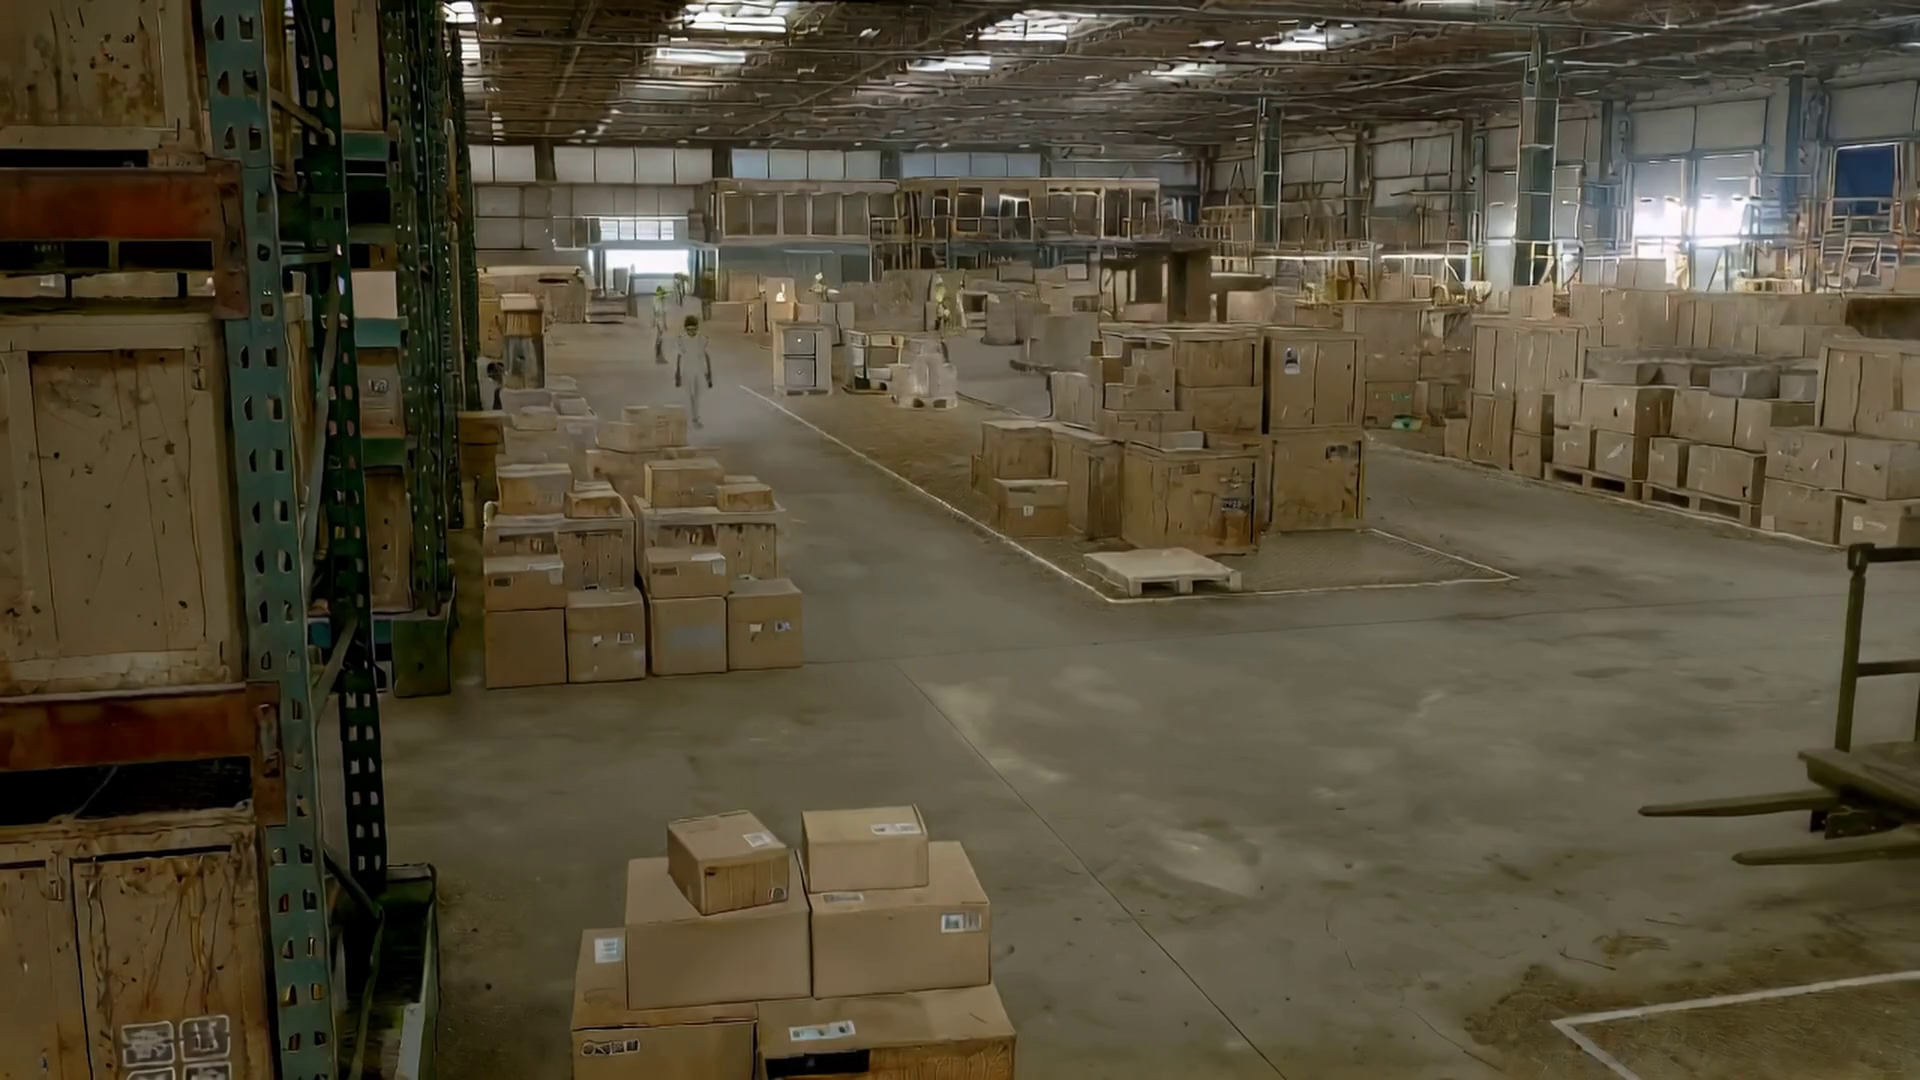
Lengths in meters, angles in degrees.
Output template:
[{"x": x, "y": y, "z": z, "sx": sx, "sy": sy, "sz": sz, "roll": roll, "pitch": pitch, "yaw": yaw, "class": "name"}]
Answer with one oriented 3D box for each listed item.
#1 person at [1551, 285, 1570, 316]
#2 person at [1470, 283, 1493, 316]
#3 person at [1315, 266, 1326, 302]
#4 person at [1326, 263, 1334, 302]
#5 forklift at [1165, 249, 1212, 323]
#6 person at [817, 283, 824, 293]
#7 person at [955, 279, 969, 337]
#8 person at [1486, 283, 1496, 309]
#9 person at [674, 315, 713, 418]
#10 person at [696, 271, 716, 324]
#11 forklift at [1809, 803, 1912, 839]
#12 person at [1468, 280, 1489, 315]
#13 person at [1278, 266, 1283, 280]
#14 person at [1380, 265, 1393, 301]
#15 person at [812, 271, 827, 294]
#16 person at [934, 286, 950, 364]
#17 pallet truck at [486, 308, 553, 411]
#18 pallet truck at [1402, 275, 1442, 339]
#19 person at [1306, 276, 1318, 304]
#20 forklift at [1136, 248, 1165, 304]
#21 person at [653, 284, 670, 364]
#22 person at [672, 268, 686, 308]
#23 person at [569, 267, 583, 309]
[{"x": 14.876, "y": -5.366, "z": 41.266, "sx": 0.594, "sy": 1.922, "sz": 0.375, "roll": 4, "pitch": 11, "yaw": 21, "class": "person"}, {"x": 13.795, "y": -5.850, "z": 44.051, "sx": 0.618, "sy": 1.905, "sz": 0.453, "roll": 9, "pitch": 13, "yaw": 40, "class": "person"}, {"x": 17.481, "y": -12.358, "z": 80.839, "sx": 0.587, "sy": 1.930, "sz": 0.356, "roll": 6, "pitch": 12, "yaw": 30, "class": "person"}, {"x": 19.232, "y": -13.329, "z": 86.158, "sx": 0.609, "sy": 1.995, "sz": 0.375, "roll": -7, "pitch": 12, "yaw": -33, "class": "person"}, {"x": 3.214, "y": -2.746, "z": 23.725, "sx": 1.873, "sy": 2.768, "sz": 1.129, "roll": -3, "pitch": 10, "yaw": -15, "class": "forklift"}, {"x": -4.230, "y": -6.927, "z": 50.559, "sx": 0.533, "sy": 1.765, "sz": 0.329, "roll": -1, "pitch": 10, "yaw": -6, "class": "person"}, {"x": 0.033, "y": -7.323, "z": 52.557, "sx": 0.433, "sy": 1.850, "sz": 0.518, "roll": 9, "pitch": 13, "yaw": 41, "class": "person"}, {"x": 17.763, "y": -7.835, "z": 55.994, "sx": 0.537, "sy": 1.658, "sz": 0.868, "roll": 5, "pitch": 11, "yaw": 27, "class": "person"}, {"x": -4.057, "y": -2.491, "z": 25.230, "sx": 0.561, "sy": 1.830, "sz": 0.931, "roll": -1, "pitch": 10, "yaw": -3, "class": "person"}, {"x": -9.402, "y": -8.966, "z": 61.575, "sx": 0.751, "sy": 1.941, "sz": 0.701, "roll": 3, "pitch": 10, "yaw": 15, "class": "person"}, {"x": 5.170, "y": 0.110, "z": 7.552, "sx": 1.873, "sy": 2.768, "sz": 1.129, "roll": -3, "pitch": 10, "yaw": -15, "class": "forklift"}, {"x": 15.962, "y": -7.080, "z": 51.265, "sx": 0.633, "sy": 1.829, "sz": 0.438, "roll": 1, "pitch": 10, "yaw": 8, "class": "person"}, {"x": 16.809, "y": -13.590, "z": 88.082, "sx": 0.624, "sy": 1.841, "sz": 0.430, "roll": -1, "pitch": 10, "yaw": -4, "class": "person"}, {"x": 20.732, "y": -12.365, "z": 80.832, "sx": 0.615, "sy": 1.945, "sz": 0.406, "roll": 7, "pitch": 12, "yaw": 33, "class": "person"}, {"x": -4.911, "y": -8.447, "z": 58.383, "sx": 0.535, "sy": 2.000, "sz": 0.674, "roll": -4, "pitch": 11, "yaw": -21, "class": "person"}, {"x": -0.413, "y": -4.826, "z": 38.089, "sx": 0.366, "sy": 1.962, "sz": 0.614, "roll": -1, "pitch": 10, "yaw": -5, "class": "person"}, {"x": -6.242, "y": -2.418, "z": 24.362, "sx": 0.823, "sy": 1.965, "sz": 1.885, "roll": 1, "pitch": 10, "yaw": 3, "class": "pallet truck"}, {"x": 14.620, "y": -7.324, "z": 52.145, "sx": 0.823, "sy": 1.965, "sz": 1.885, "roll": 8, "pitch": 13, "yaw": 40, "class": "pallet truck"}, {"x": 11.329, "y": -7.529, "z": 53.512, "sx": 0.376, "sy": 1.935, "sz": 0.629, "roll": 8, "pitch": 13, "yaw": 38, "class": "person"}, {"x": 4.281, "y": -5.176, "z": 37.483, "sx": 1.873, "sy": 2.768, "sz": 1.129, "roll": -3, "pitch": 10, "yaw": -15, "class": "forklift"}, {"x": -7.308, "y": -5.280, "z": 40.736, "sx": 0.377, "sy": 1.938, "sz": 0.547, "roll": 2, "pitch": 10, "yaw": 12, "class": "person"}, {"x": -13.091, "y": -11.699, "z": 77.369, "sx": 0.605, "sy": 1.832, "sz": 0.983, "roll": -1, "pitch": 10, "yaw": -5, "class": "person"}, {"x": -16.173, "y": -10.496, "z": 70.065, "sx": 0.602, "sy": 2.023, "sz": 0.866, "roll": 2, "pitch": 10, "yaw": 10, "class": "person"}]
